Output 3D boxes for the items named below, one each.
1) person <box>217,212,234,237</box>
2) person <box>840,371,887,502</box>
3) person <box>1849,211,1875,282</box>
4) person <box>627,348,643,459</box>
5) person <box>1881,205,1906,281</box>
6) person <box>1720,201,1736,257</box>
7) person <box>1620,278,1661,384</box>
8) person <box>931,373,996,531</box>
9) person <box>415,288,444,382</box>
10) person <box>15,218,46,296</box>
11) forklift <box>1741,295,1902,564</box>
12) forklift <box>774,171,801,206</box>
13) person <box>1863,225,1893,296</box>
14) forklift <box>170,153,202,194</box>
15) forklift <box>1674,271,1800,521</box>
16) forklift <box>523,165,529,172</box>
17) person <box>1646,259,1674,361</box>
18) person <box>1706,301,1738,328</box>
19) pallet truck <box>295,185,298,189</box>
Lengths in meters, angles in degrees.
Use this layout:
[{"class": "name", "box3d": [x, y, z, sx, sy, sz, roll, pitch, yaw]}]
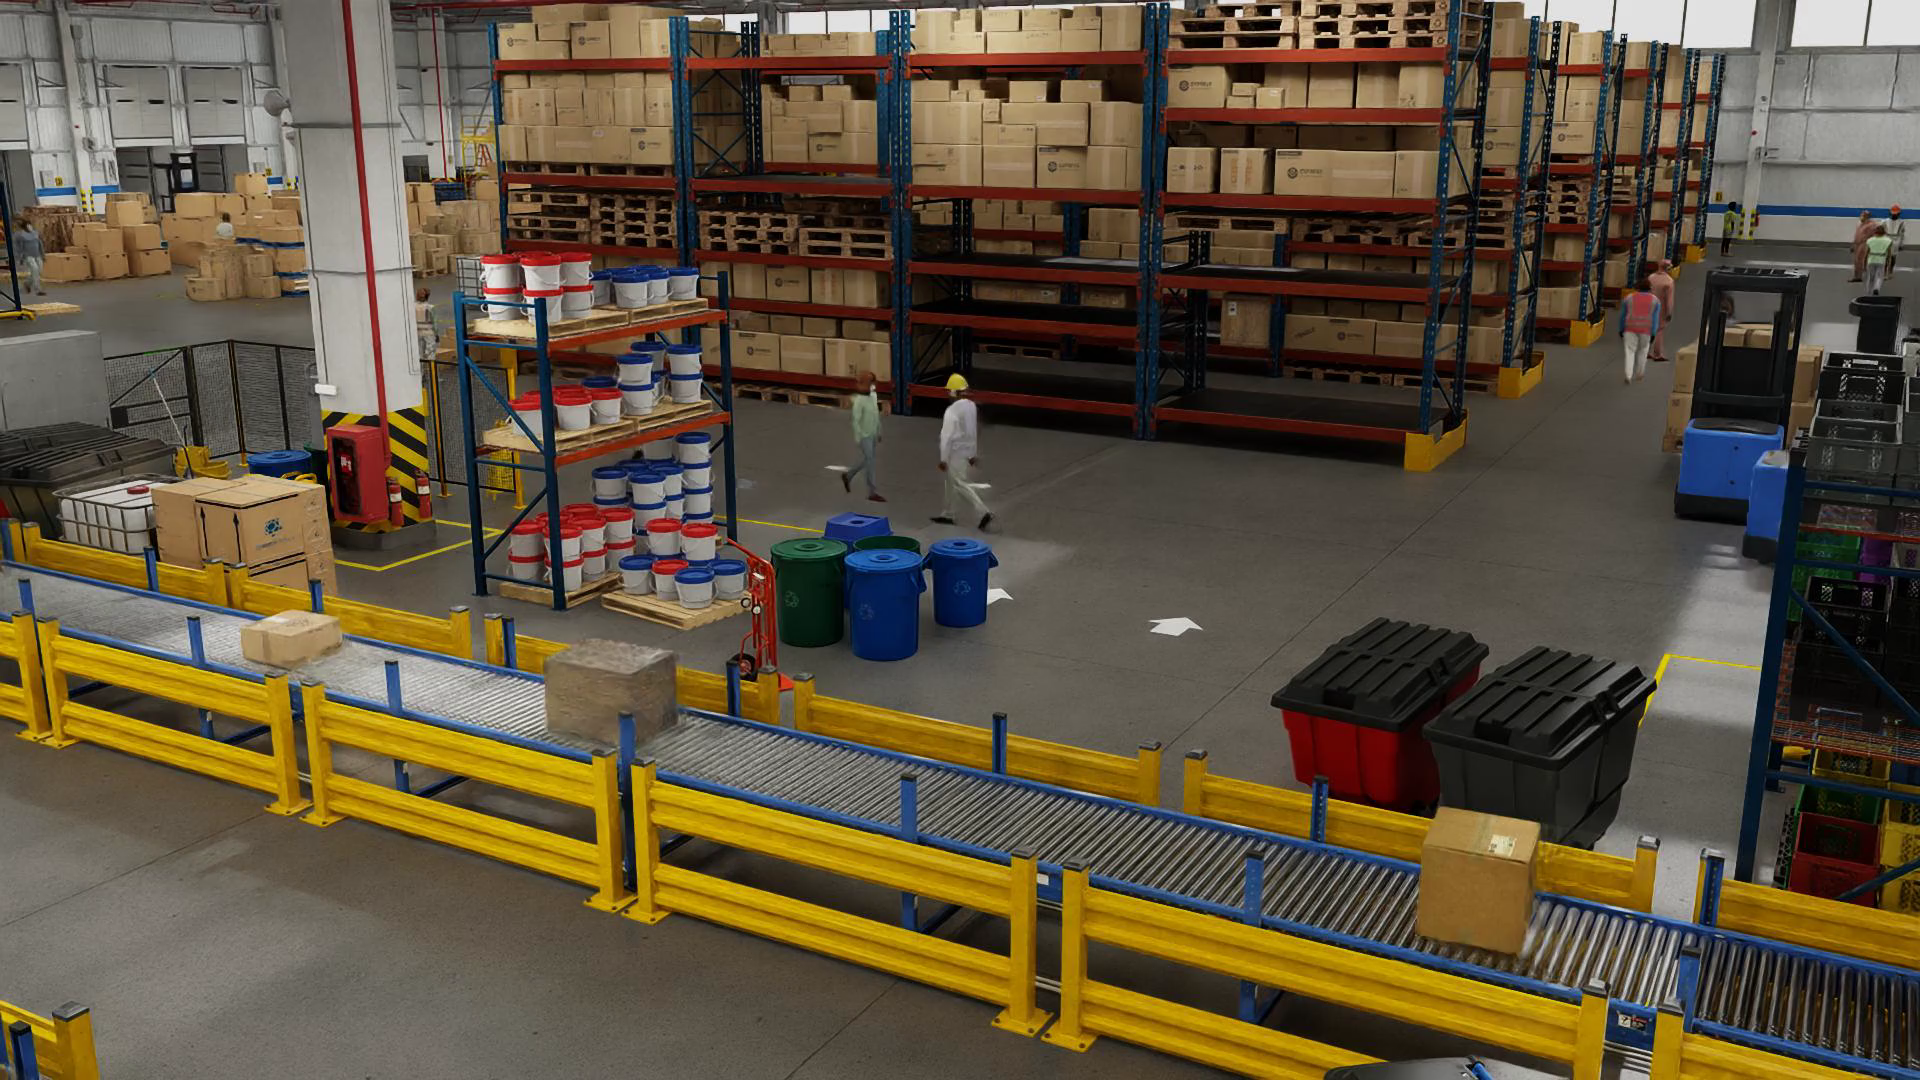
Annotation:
[{"class": "person", "box3d": [-19.206, -7.631, 43.619, 0.650, 1.926, 0.505, 8, 17, 28]}, {"class": "person", "box3d": [-1.197, -1.283, 20.356, 0.651, 1.618, 0.504, 7, 16, 24]}, {"class": "person", "box3d": [24.085, -7.840, 44.465, 0.438, 1.905, 0.707, 0, 15, -1]}, {"class": "person", "box3d": [-3.892, -1.427, 20.300, 0.399, 1.922, 0.553, 8, 17, 28]}, {"class": "person", "box3d": [25.040, -7.985, 44.756, 0.617, 2.026, 0.456, 8, 17, 29]}, {"class": "person", "box3d": [23.880, -9.649, 51.639, 0.322, 1.697, 0.533, 0, 15, 0]}, {"class": "person", "box3d": [11.734, -3.612, 28.762, 0.617, 1.805, 0.906, 6, 16, 21]}, {"class": "person", "box3d": [0.041, -0.992, 18.908, 0.842, 1.807, 0.595, 7, 16, 25]}, {"class": "person", "box3d": [-9.236, -3.536, 28.769, 0.523, 1.638, 0.310, 5, 16, 20]}, {"class": "person", "box3d": [-23.194, -7.061, 41.487, 0.747, 1.924, 0.638, 7, 16, 23]}, {"class": "forklift", "box3d": [9.340, -1.101, 17.240, 1.873, 2.768, 1.129, 9, 17, 31]}, {"class": "forklift", "box3d": [-5.539, -10.782, 53.632, 1.129, 2.768, 1.873, 8, 17, 27]}, {"class": "person", "box3d": [22.265, -6.723, 40.378, 0.599, 1.828, 0.440, 9, 18, 32]}, {"class": "forklift", "box3d": [-28.889, -13.072, 62.240, 1.873, 2.768, 1.129, 8, 17, 28]}, {"class": "forklift", "box3d": [9.269, -1.763, 19.726, 1.129, 2.768, 1.873, 8, 17, 27]}, {"class": "forklift", "box3d": [-16.560, -13.622, 64.309, 1.873, 2.768, 1.129, 3, 15, 10]}, {"class": "person", "box3d": [13.107, -4.298, 31.145, 0.399, 1.901, 0.643, -6, 16, -22]}, {"class": "person", "box3d": [12.435, -3.114, 27.209, 0.511, 1.617, 0.466, 12, 19, 37]}, {"class": "pallet truck", "box3d": [-26.804, -14.617, 69.738, 1.885, 1.965, 0.823, -14, 20, -42]}]
